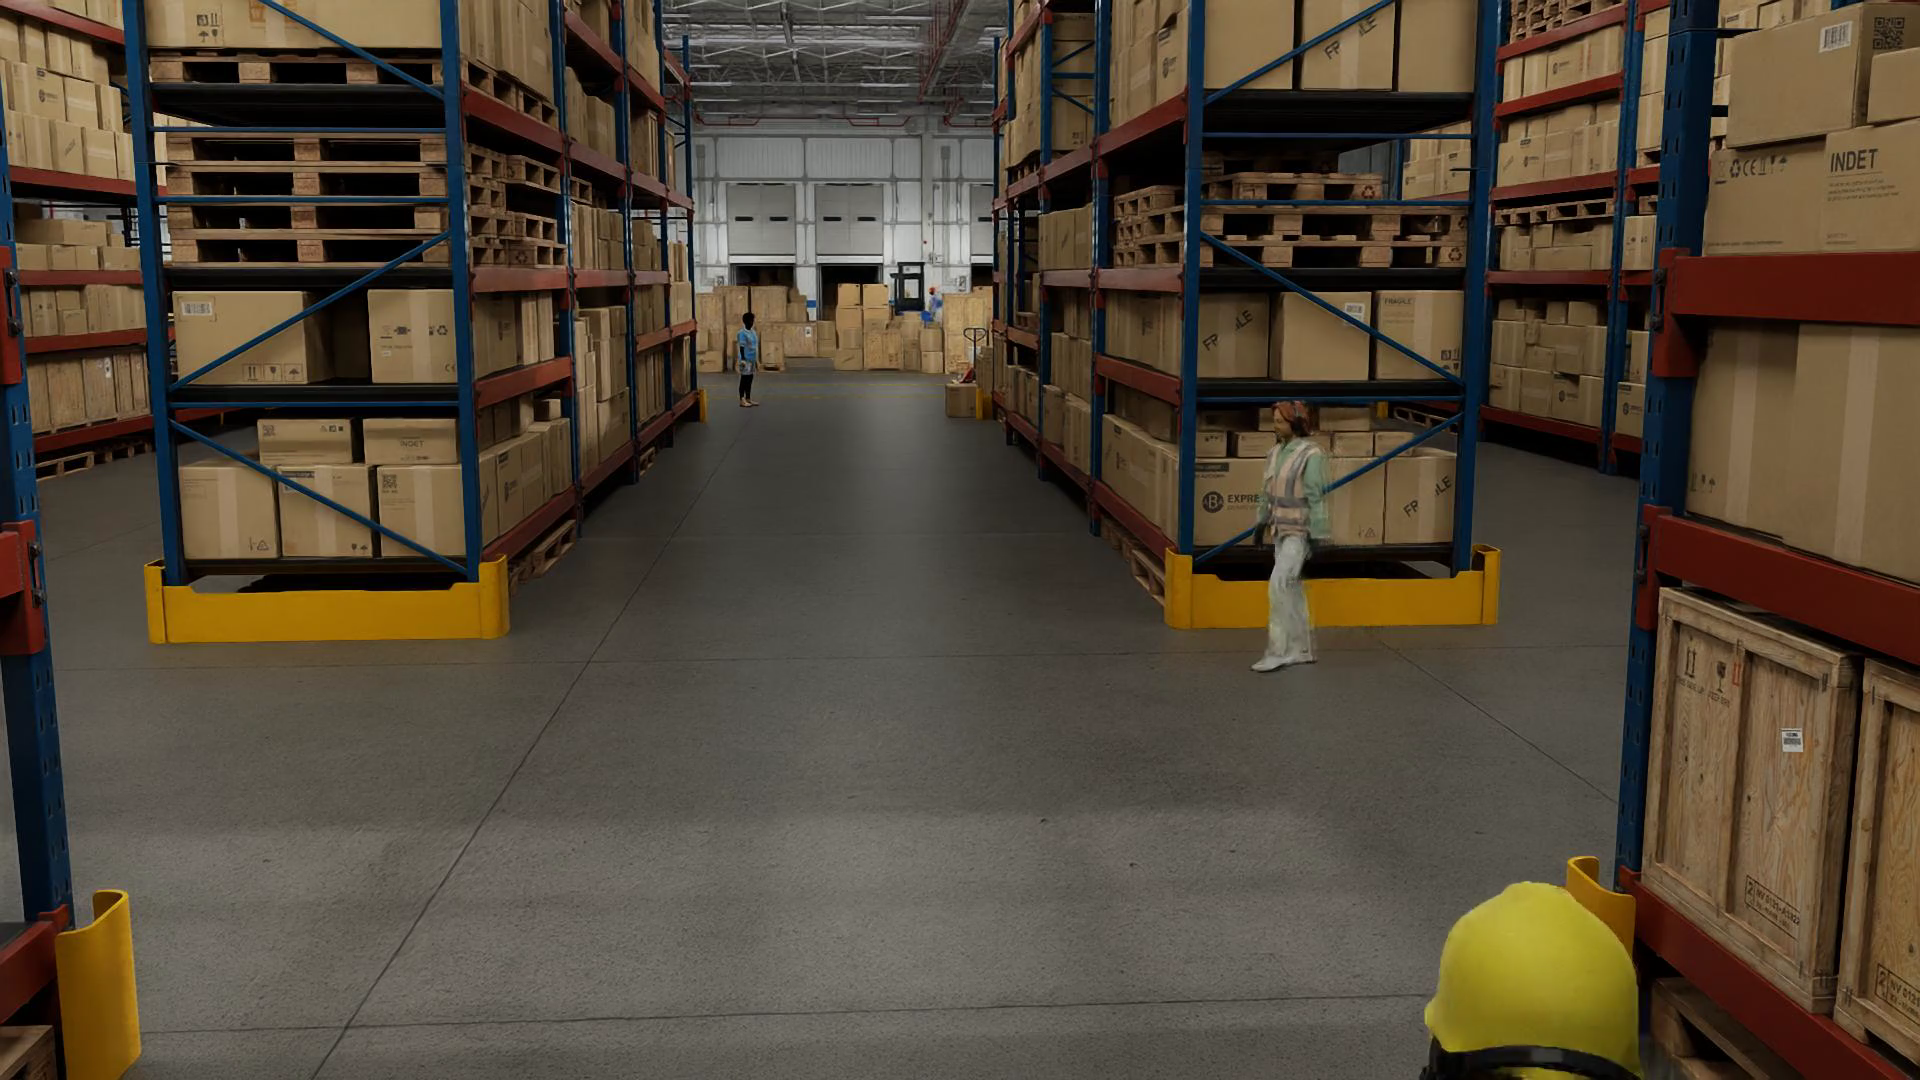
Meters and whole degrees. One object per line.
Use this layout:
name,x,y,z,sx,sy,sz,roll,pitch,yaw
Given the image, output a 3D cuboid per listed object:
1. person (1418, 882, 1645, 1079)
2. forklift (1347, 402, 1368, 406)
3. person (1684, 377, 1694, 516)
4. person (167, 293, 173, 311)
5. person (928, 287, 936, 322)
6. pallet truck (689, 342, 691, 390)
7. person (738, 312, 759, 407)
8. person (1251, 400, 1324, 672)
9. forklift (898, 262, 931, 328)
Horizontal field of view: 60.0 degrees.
person,0.574,1.211,1.772,0.530,1.748,0.528,2,9,10
forklift,4.925,-2.884,23.938,1.129,2.768,1.873,-5,10,-29
person,5.765,-0.540,13.182,0.500,1.607,0.690,6,11,33
person,-29.641,-8.606,62.688,0.404,1.987,0.608,-1,9,-6
person,-1.270,-9.234,66.900,0.687,1.897,0.584,0,9,1
pallet truck,-5.225,-3.008,27.480,1.885,1.965,0.823,2,9,14
person,-3.790,-3.227,29.787,0.317,1.698,0.540,3,10,19
person,1.887,-0.018,9.887,0.627,1.616,0.537,-3,10,-19
forklift,-1.728,-8.494,59.163,1.129,2.768,1.873,-2,9,-14
